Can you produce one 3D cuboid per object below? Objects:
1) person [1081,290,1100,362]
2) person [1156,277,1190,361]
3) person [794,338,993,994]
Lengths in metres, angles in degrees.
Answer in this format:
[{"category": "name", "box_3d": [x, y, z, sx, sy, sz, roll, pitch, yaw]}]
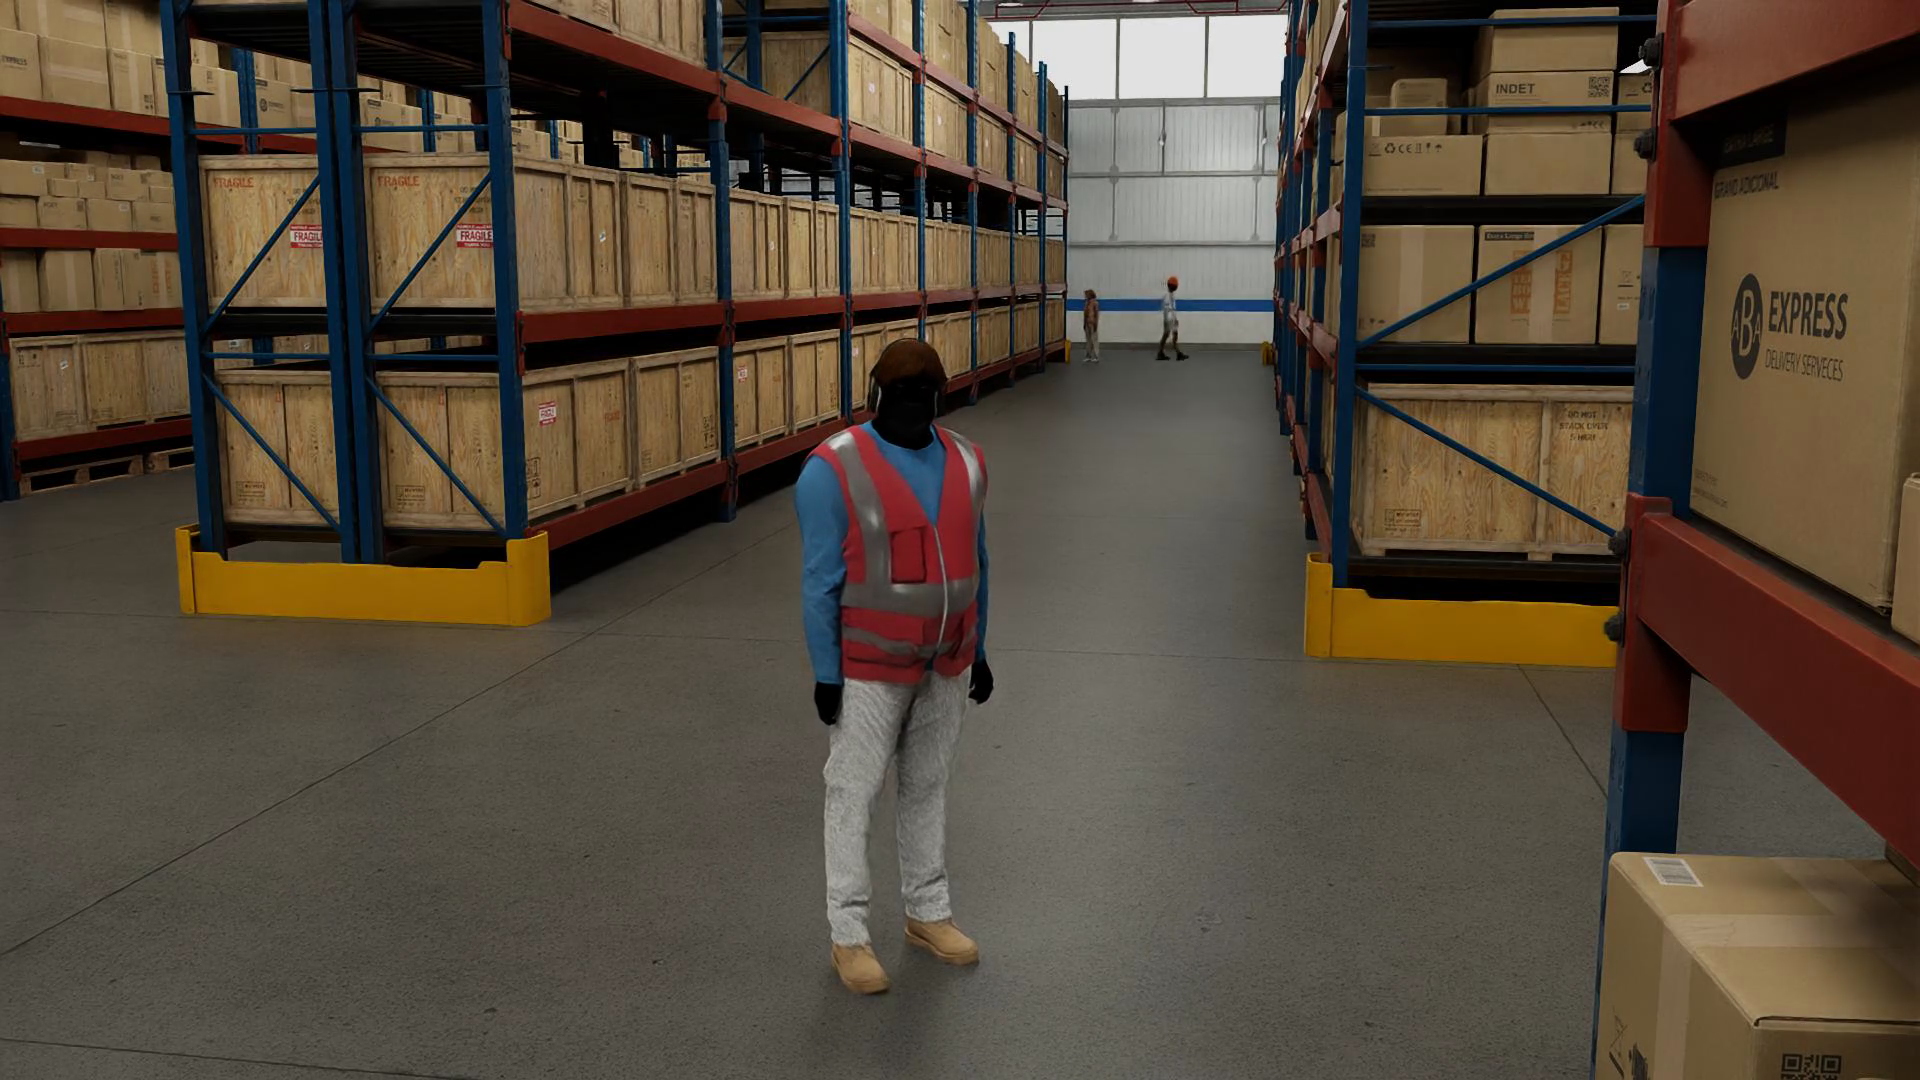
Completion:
[{"category": "person", "box_3d": [2.957, -4.816, 37.456, 0.361, 1.624, 0.515, -5, 10, -27]}, {"category": "person", "box_3d": [4.909, -5.051, 38.030, 0.881, 1.899, 0.570, 2, 9, 13]}, {"category": "person", "box_3d": [-0.157, 0.346, 4.766, 0.624, 1.841, 0.430, -6, 11, -35]}]
